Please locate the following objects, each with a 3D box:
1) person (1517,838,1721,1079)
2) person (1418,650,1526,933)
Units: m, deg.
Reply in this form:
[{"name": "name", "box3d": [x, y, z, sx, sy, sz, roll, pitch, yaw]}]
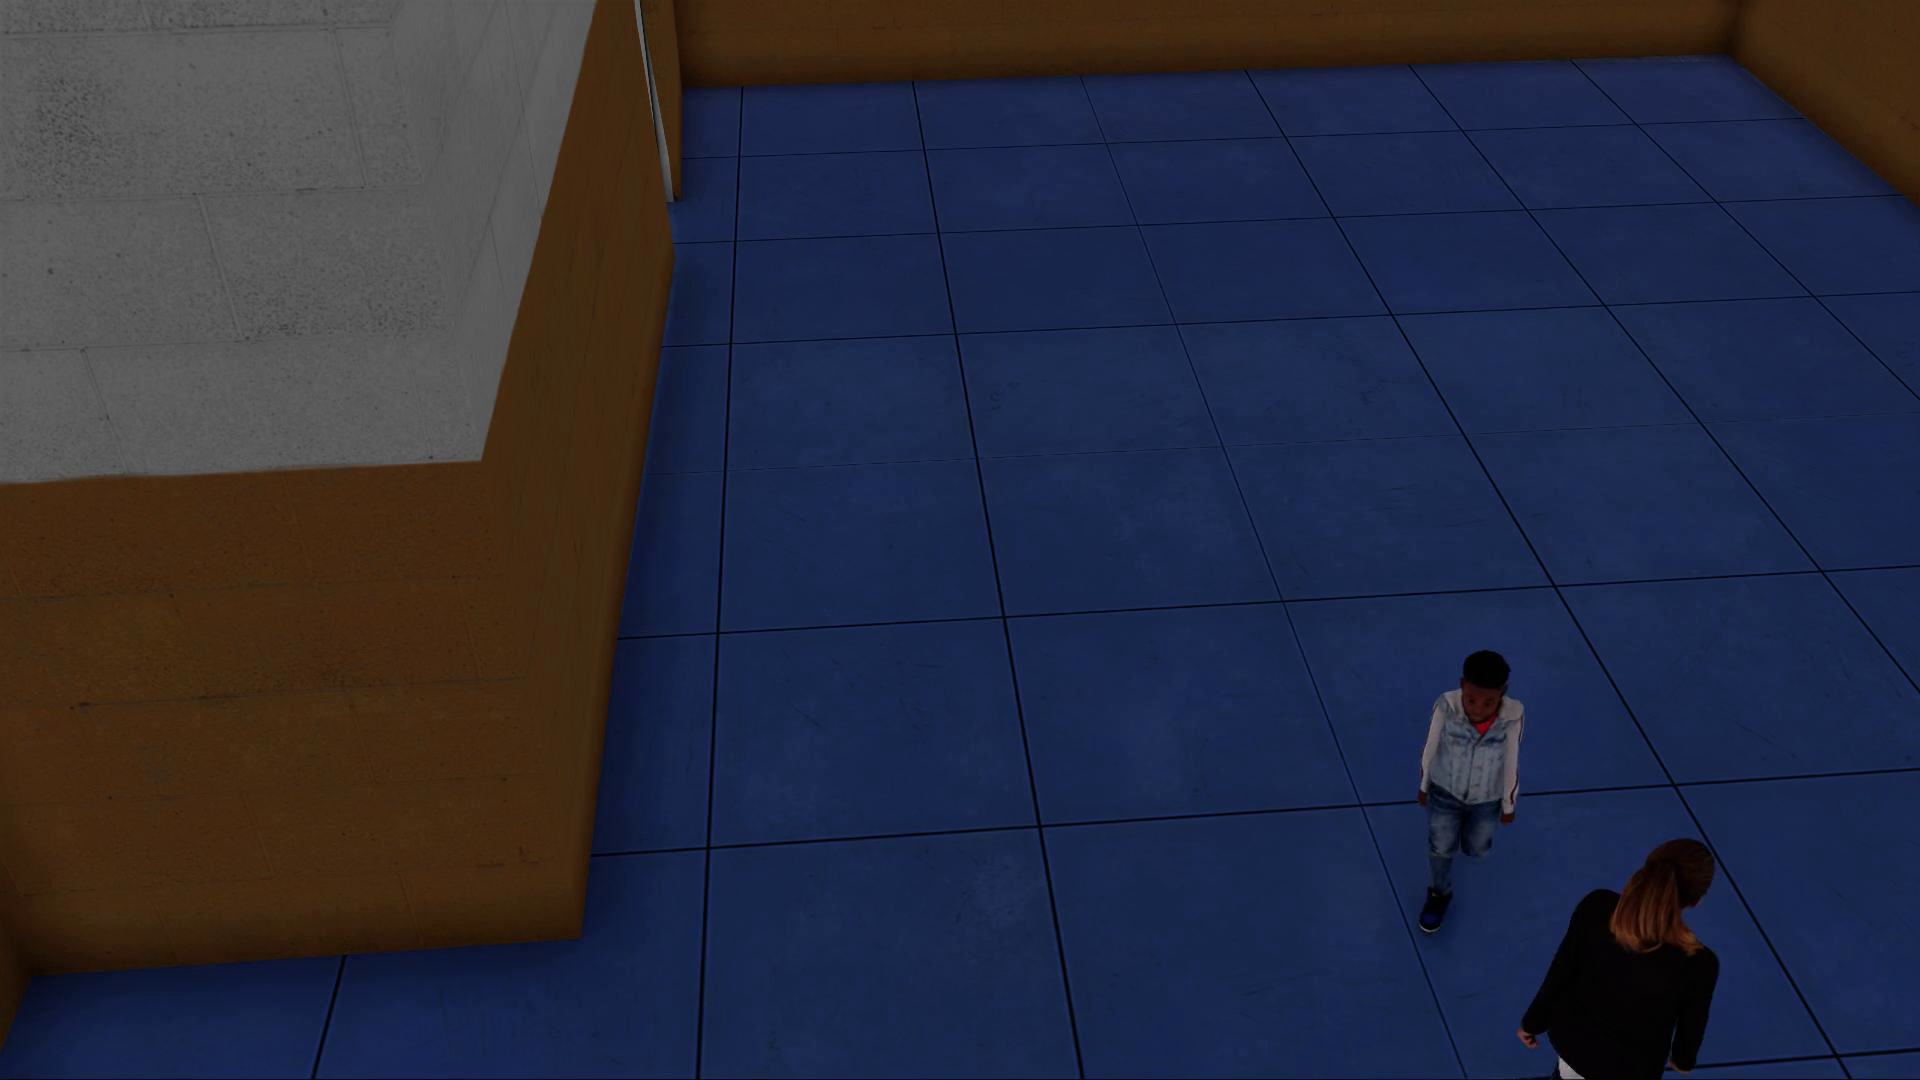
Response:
[{"name": "person", "box3d": [1.786, 1.546, 4.790, 1.090, 1.697, 0.950, -28, 45, -32]}, {"name": "person", "box3d": [1.877, 0.856, 6.102, 0.795, 1.241, 0.779, 11, 38, 15]}]
